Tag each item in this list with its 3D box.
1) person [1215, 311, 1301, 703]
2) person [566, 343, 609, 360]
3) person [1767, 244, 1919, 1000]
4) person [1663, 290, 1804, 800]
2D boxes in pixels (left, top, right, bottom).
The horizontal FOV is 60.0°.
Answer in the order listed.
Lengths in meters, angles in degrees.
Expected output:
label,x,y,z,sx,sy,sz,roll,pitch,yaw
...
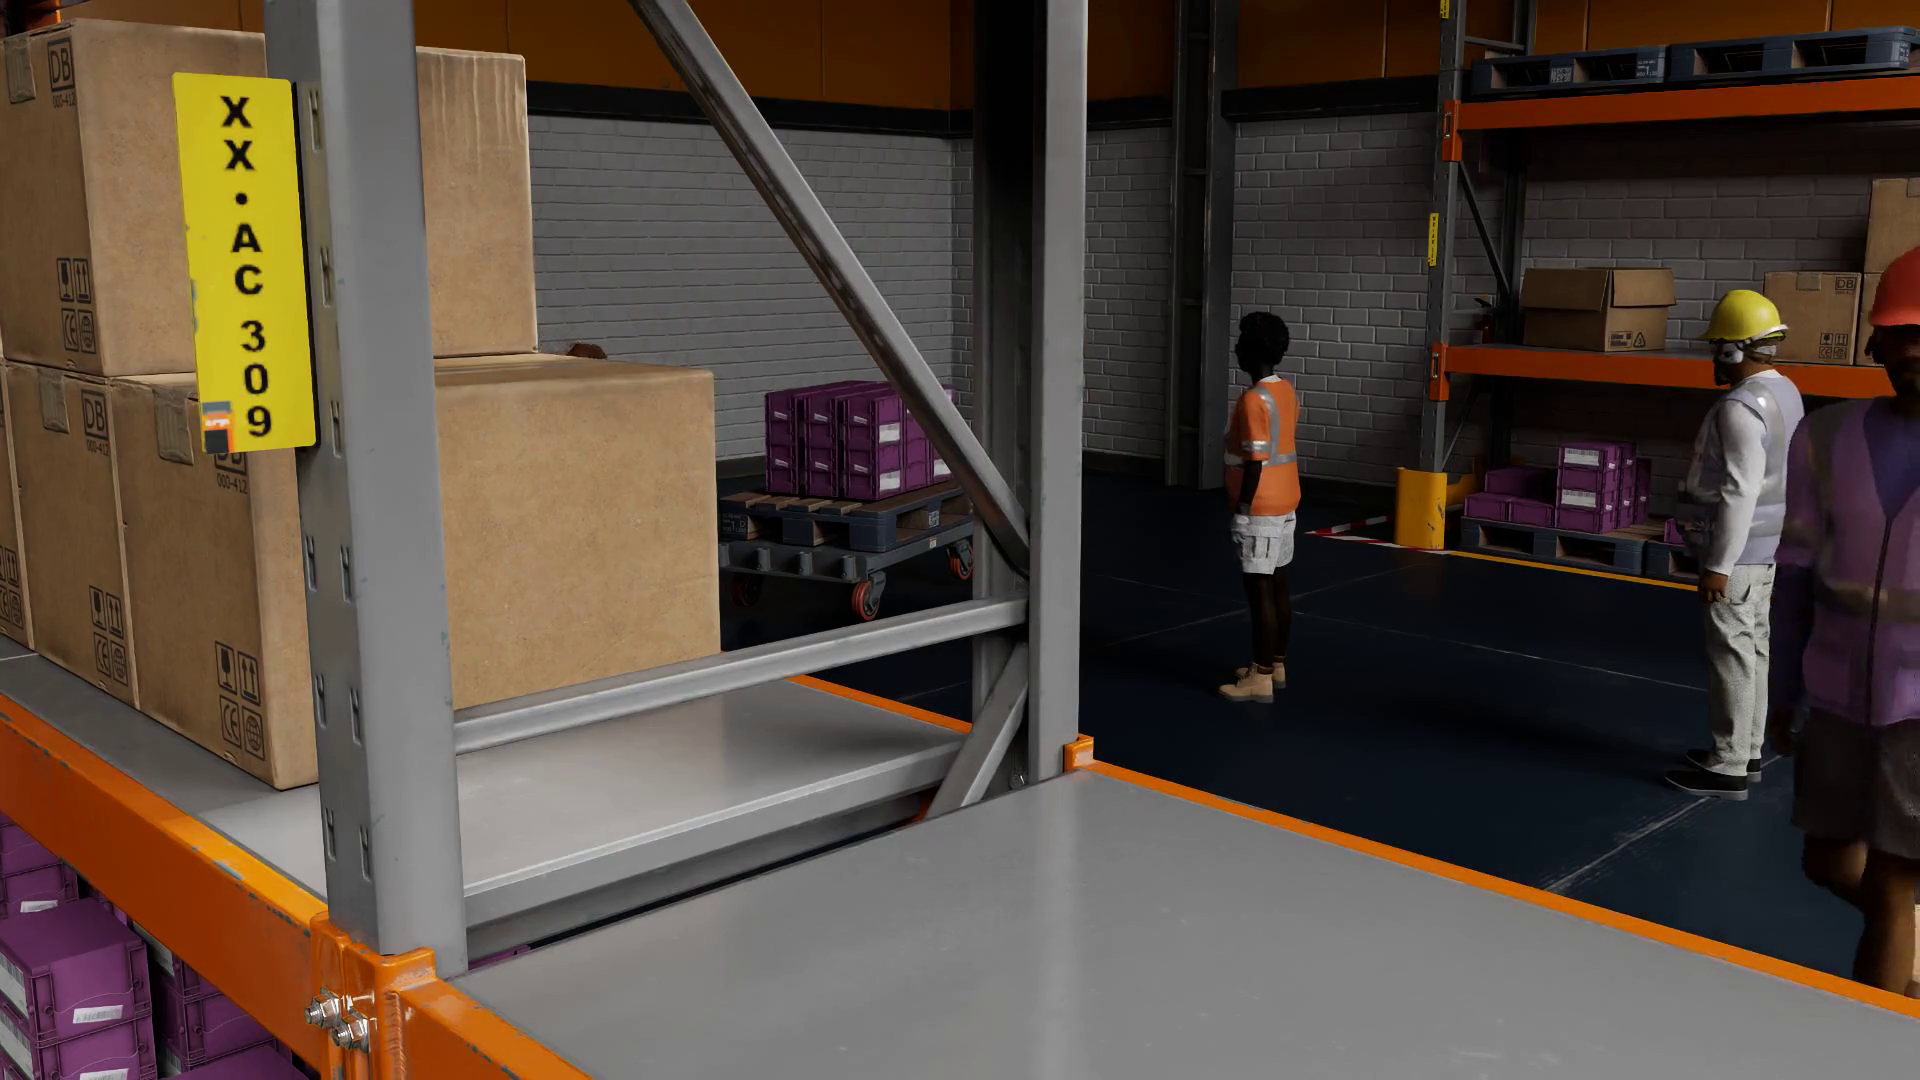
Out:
label,x,y,z,sx,sy,sz,roll,pitch,yaw
person,1.307,-0.141,7.250,0.321,1.697,0.529,5,12,27
person,-1.587,-0.044,7.015,0.517,1.585,0.861,-7,13,-34
person,2.158,0.338,3.780,0.832,2.023,0.609,-8,13,-36
person,2.795,0.019,6.014,0.404,1.827,0.600,8,13,38
